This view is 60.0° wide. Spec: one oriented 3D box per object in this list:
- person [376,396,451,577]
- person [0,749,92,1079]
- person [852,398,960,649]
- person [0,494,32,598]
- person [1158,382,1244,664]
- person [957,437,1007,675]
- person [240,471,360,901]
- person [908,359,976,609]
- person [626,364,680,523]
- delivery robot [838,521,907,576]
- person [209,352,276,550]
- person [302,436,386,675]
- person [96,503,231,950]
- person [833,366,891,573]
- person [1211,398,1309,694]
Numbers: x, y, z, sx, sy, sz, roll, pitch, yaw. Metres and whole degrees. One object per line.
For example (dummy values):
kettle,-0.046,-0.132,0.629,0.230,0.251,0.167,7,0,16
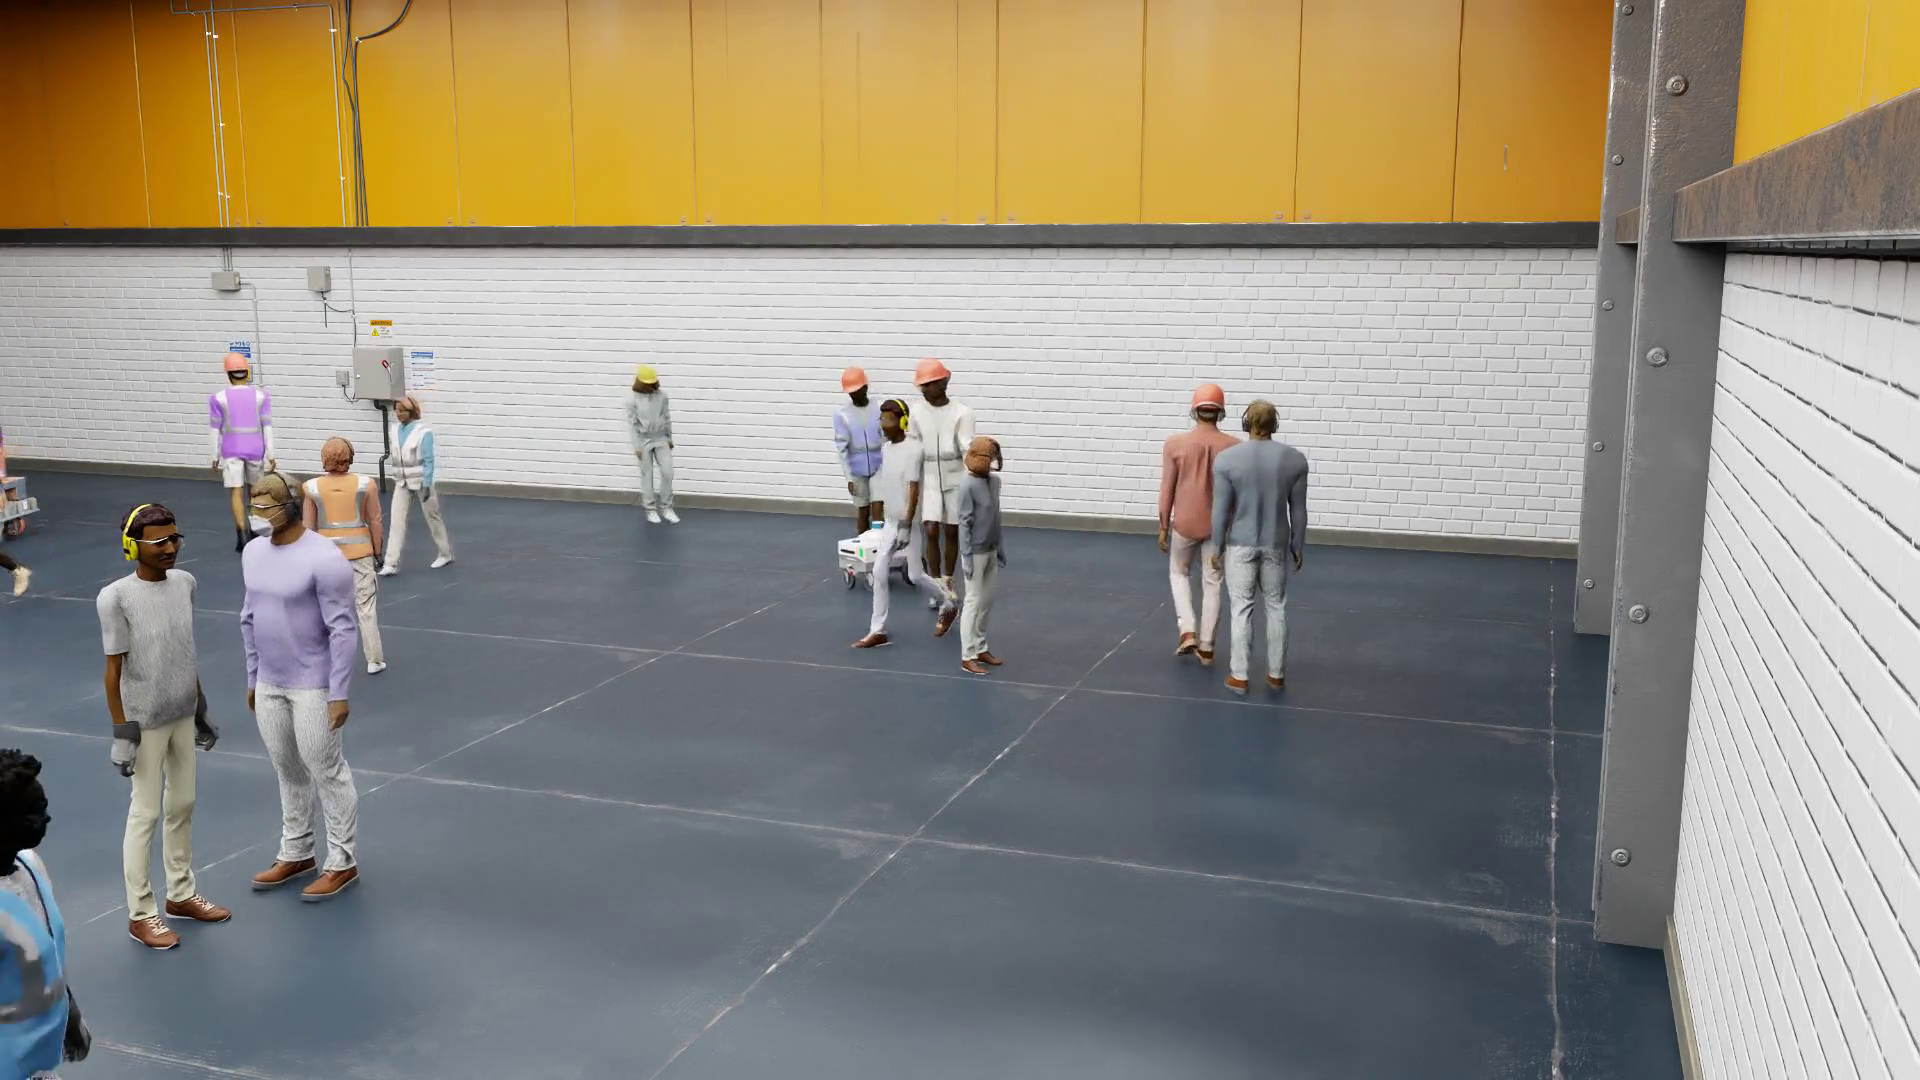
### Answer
person,-4.877,-0.491,14.833,0.534,1.589,0.857,4,11,23
person,-2.491,1.346,4.350,0.890,1.649,0.538,-3,11,-19
person,-0.382,-0.134,12.182,0.845,1.830,0.484,-9,14,-42
person,-7.835,-0.269,13.331,0.547,1.679,0.461,4,11,24
person,1.703,-0.113,11.635,0.644,1.974,0.445,0,10,1
person,0.154,0.099,11.437,0.323,1.632,0.525,6,12,29
person,-2.965,0.648,7.457,0.635,1.937,0.352,5,11,28
person,-0.155,-0.442,13.409,0.584,2.007,0.691,1,10,6
person,-3.226,-1.000,17.407,0.539,1.692,0.524,-6,12,-30
delivery robot,-0.704,0.083,14.274,0.477,0.478,0.707,10,14,44
person,-6.942,-0.866,16.099,0.556,1.905,0.887,-6,11,-29
person,-4.163,0.121,11.264,0.512,1.642,0.311,-3,10,-16
person,-3.358,0.763,7.010,0.310,1.868,0.532,3,11,18
person,-0.823,-0.615,14.786,0.591,1.865,0.841,-1,10,-3
person,1.950,0.042,10.875,0.635,1.938,0.352,-1,10,-4
